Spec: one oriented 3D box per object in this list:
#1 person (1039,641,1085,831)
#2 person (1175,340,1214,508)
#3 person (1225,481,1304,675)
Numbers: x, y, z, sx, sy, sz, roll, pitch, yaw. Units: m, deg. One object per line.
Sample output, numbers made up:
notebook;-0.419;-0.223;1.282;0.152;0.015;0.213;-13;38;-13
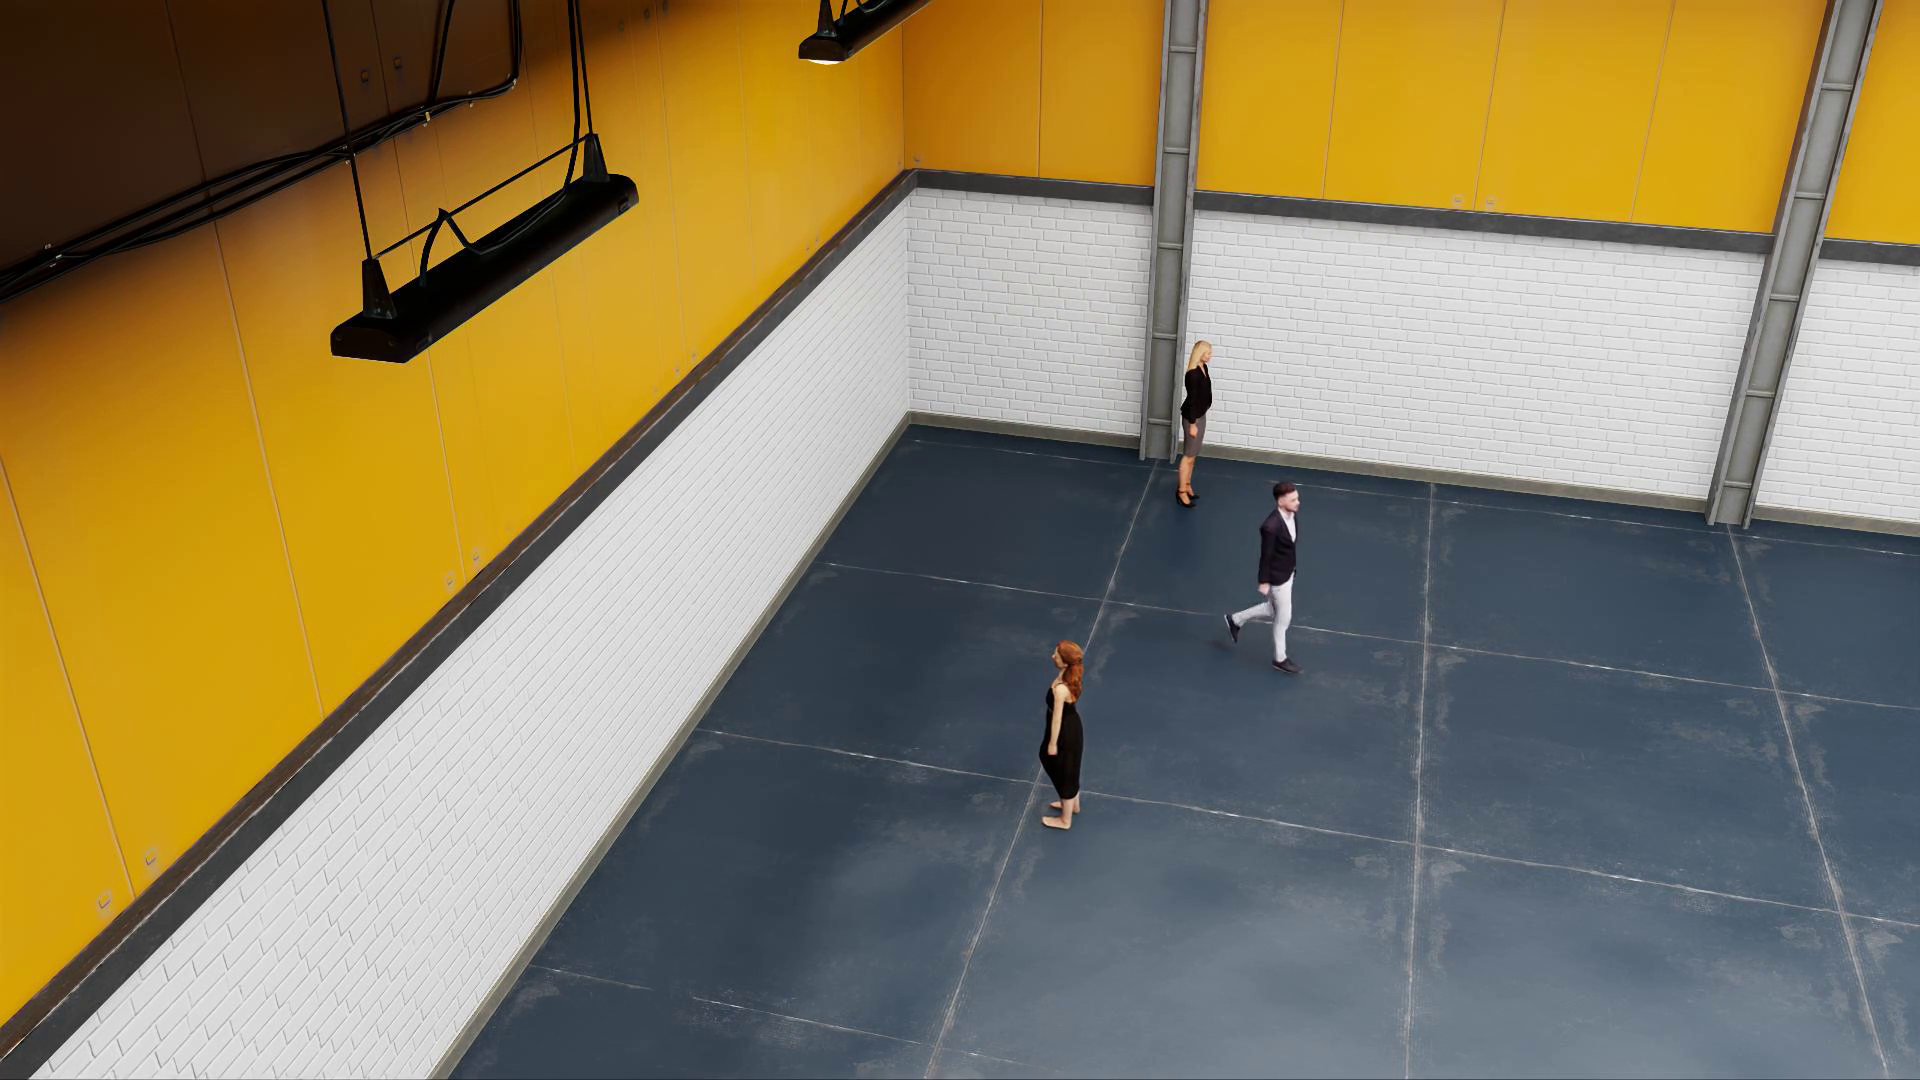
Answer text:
person;0.808;1.479;12.658;0.551;1.623;0.550;8;30;14
person;2.434;-1.220;17.379;0.574;1.841;0.628;11;30;19
person;2.711;0.296;14.621;1.141;1.820;0.882;18;33;29
